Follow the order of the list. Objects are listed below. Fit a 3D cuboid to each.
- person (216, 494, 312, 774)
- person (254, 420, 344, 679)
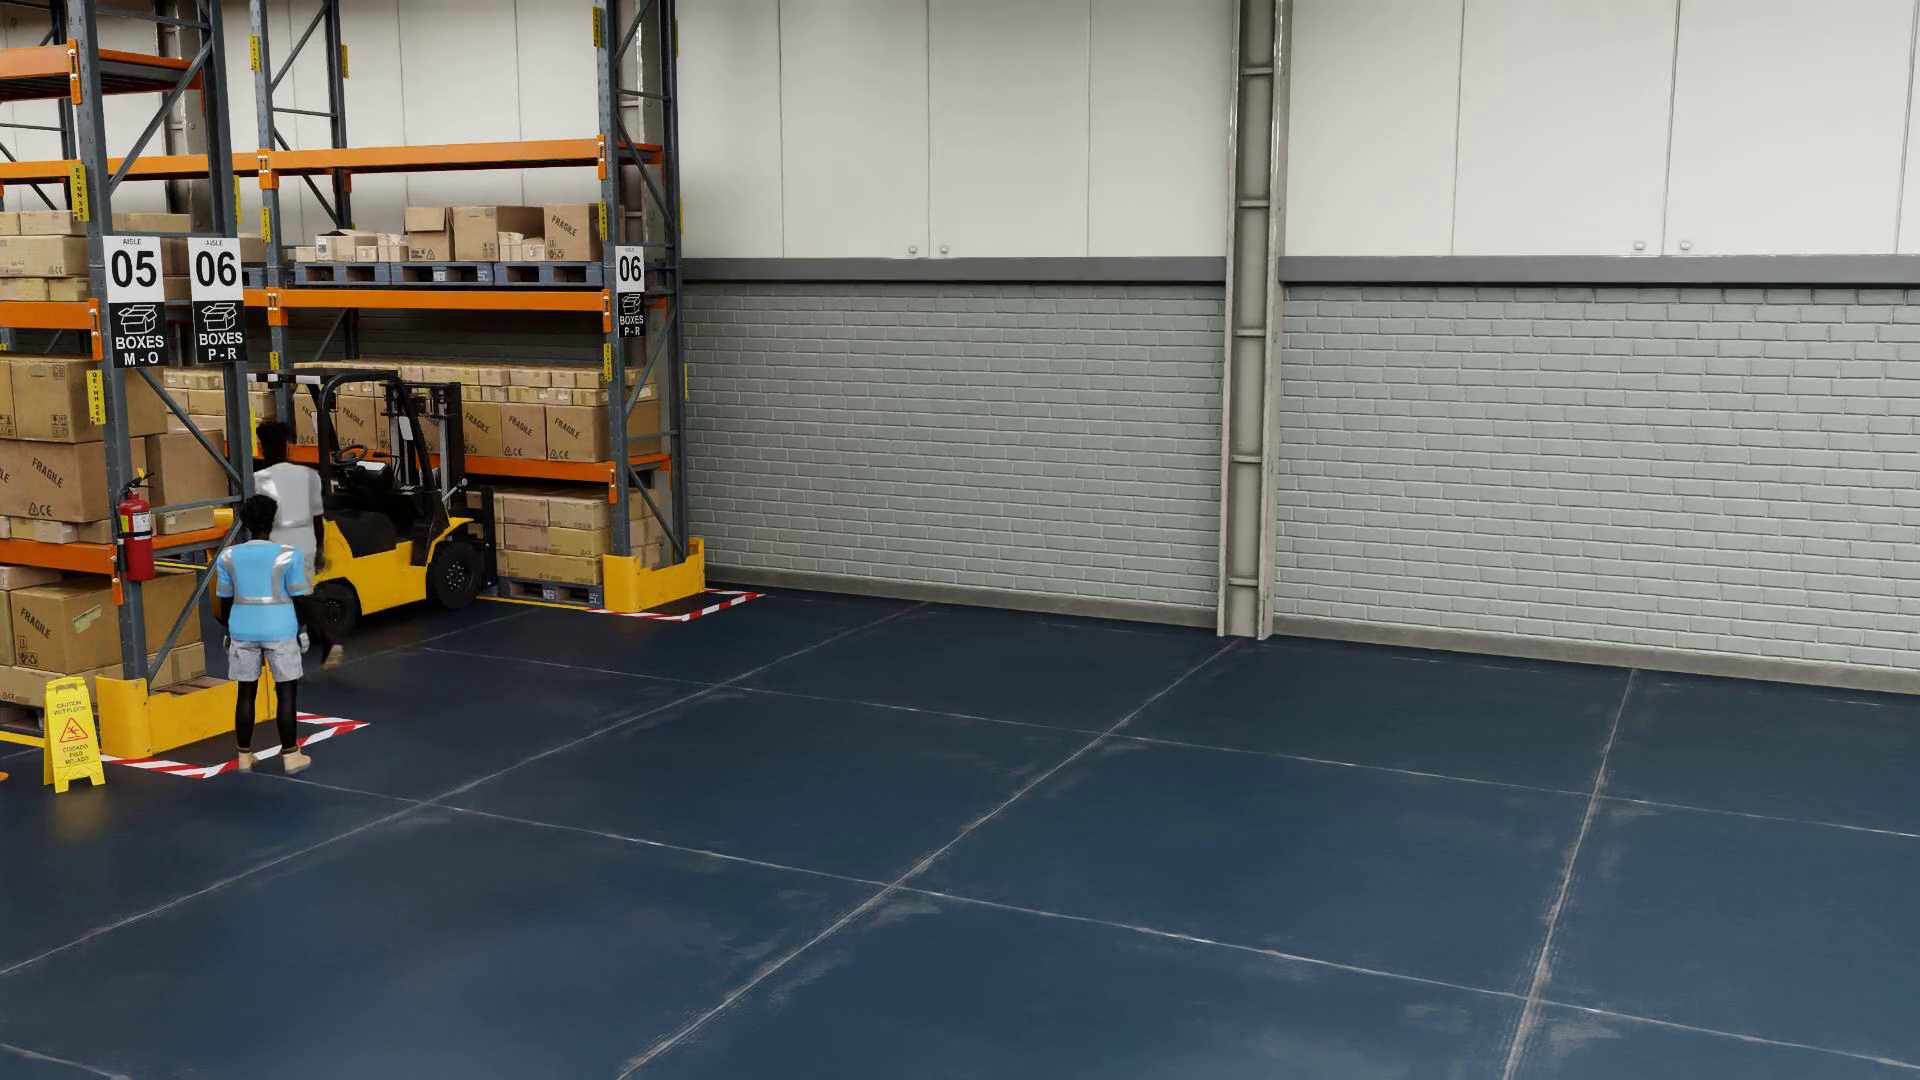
[{"bbox_3d":[-4.196,0.569,10.035,0.545,1.690,0.322,0,9,2],"label":"person"},{"bbox_3d":[-4.880,0.093,12.162,0.593,1.944,0.602,6,11,32],"label":"person"}]
